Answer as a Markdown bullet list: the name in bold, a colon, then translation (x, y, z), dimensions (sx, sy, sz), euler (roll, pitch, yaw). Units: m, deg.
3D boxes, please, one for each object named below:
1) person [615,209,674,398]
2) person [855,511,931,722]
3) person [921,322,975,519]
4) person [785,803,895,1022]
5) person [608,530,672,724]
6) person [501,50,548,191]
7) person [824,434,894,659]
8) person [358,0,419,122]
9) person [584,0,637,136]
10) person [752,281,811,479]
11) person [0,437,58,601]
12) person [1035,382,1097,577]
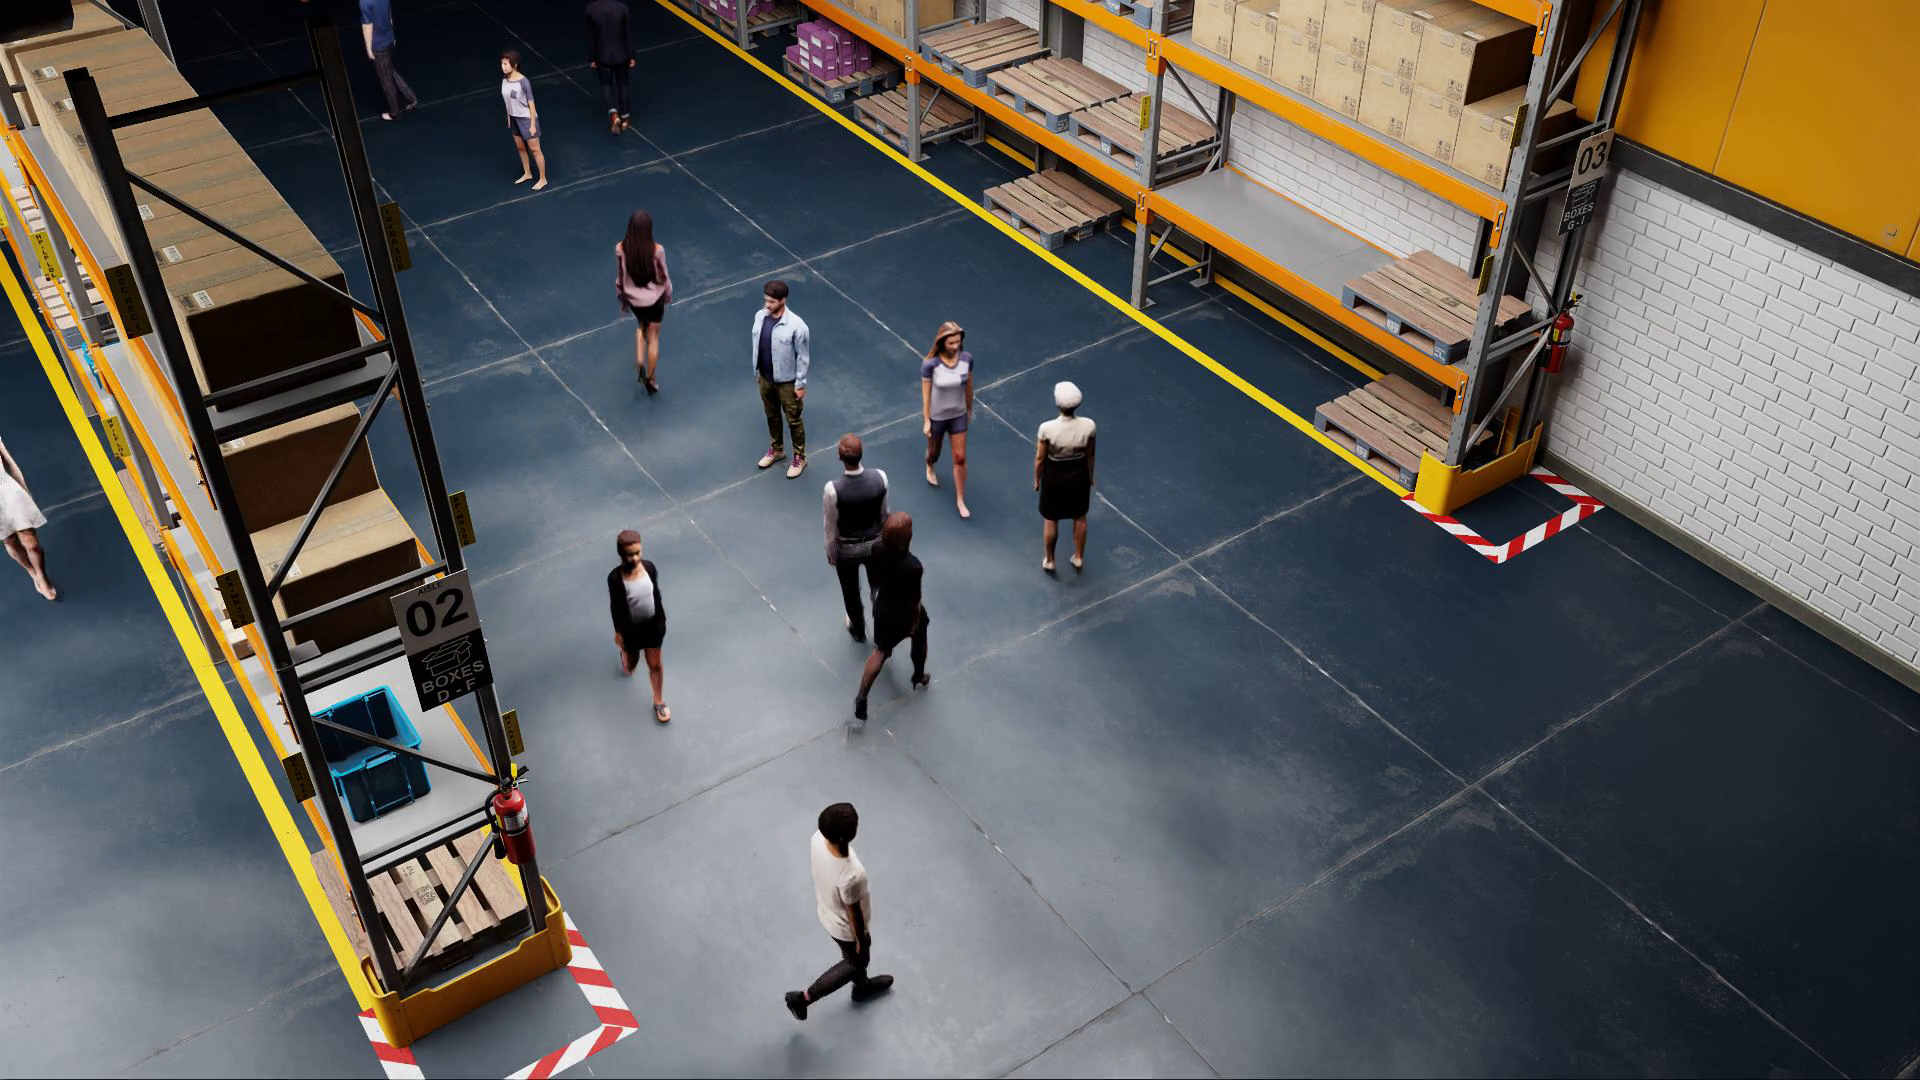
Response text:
- **person**: translation (-2.792, -2.048, 14.780), dimensions (0.760, 1.792, 0.813), euler (2, 39, 3)
- **person**: translation (-0.490, 0.557, 11.611), dimensions (1.055, 1.676, 0.899), euler (23, 44, 26)
- **person**: translation (-0.142, -1.046, 13.591), dimensions (0.823, 1.710, 1.025), euler (-9, 39, -11)
- **person**: translation (-0.729, 2.168, 9.570), dimensions (0.782, 1.707, 0.912), euler (-18, 42, -21)
- **person**: translation (-2.292, 0.538, 11.740), dimensions (0.638, 1.544, 0.935), euler (-17, 42, -20)
- **person**: translation (-4.781, -4.609, 18.169), dimensions (0.565, 1.565, 0.692), euler (24, 44, 27)
- **person**: translation (-0.694, 0.075, 12.016), dimensions (0.839, 1.924, 1.054), euler (-12, 40, -14)
- **person**: translation (-6.667, -5.777, 19.392), dimensions (0.888, 1.864, 0.835), euler (11, 40, 13)
- **person**: translation (-4.001, -5.511, 19.109), dimensions (0.907, 1.801, 1.044), euler (-8, 39, -9)
- **person**: translation (-1.497, -1.364, 13.909), dimensions (0.652, 1.811, 0.811), euler (21, 43, 25)
- **person**: translation (-7.297, -0.299, 12.615), dimensions (0.633, 1.762, 0.683), euler (-22, 44, -25)
- **person**: translation (0.806, -0.437, 12.798), dimensions (0.710, 1.749, 0.710), euler (-3, 39, -4)
